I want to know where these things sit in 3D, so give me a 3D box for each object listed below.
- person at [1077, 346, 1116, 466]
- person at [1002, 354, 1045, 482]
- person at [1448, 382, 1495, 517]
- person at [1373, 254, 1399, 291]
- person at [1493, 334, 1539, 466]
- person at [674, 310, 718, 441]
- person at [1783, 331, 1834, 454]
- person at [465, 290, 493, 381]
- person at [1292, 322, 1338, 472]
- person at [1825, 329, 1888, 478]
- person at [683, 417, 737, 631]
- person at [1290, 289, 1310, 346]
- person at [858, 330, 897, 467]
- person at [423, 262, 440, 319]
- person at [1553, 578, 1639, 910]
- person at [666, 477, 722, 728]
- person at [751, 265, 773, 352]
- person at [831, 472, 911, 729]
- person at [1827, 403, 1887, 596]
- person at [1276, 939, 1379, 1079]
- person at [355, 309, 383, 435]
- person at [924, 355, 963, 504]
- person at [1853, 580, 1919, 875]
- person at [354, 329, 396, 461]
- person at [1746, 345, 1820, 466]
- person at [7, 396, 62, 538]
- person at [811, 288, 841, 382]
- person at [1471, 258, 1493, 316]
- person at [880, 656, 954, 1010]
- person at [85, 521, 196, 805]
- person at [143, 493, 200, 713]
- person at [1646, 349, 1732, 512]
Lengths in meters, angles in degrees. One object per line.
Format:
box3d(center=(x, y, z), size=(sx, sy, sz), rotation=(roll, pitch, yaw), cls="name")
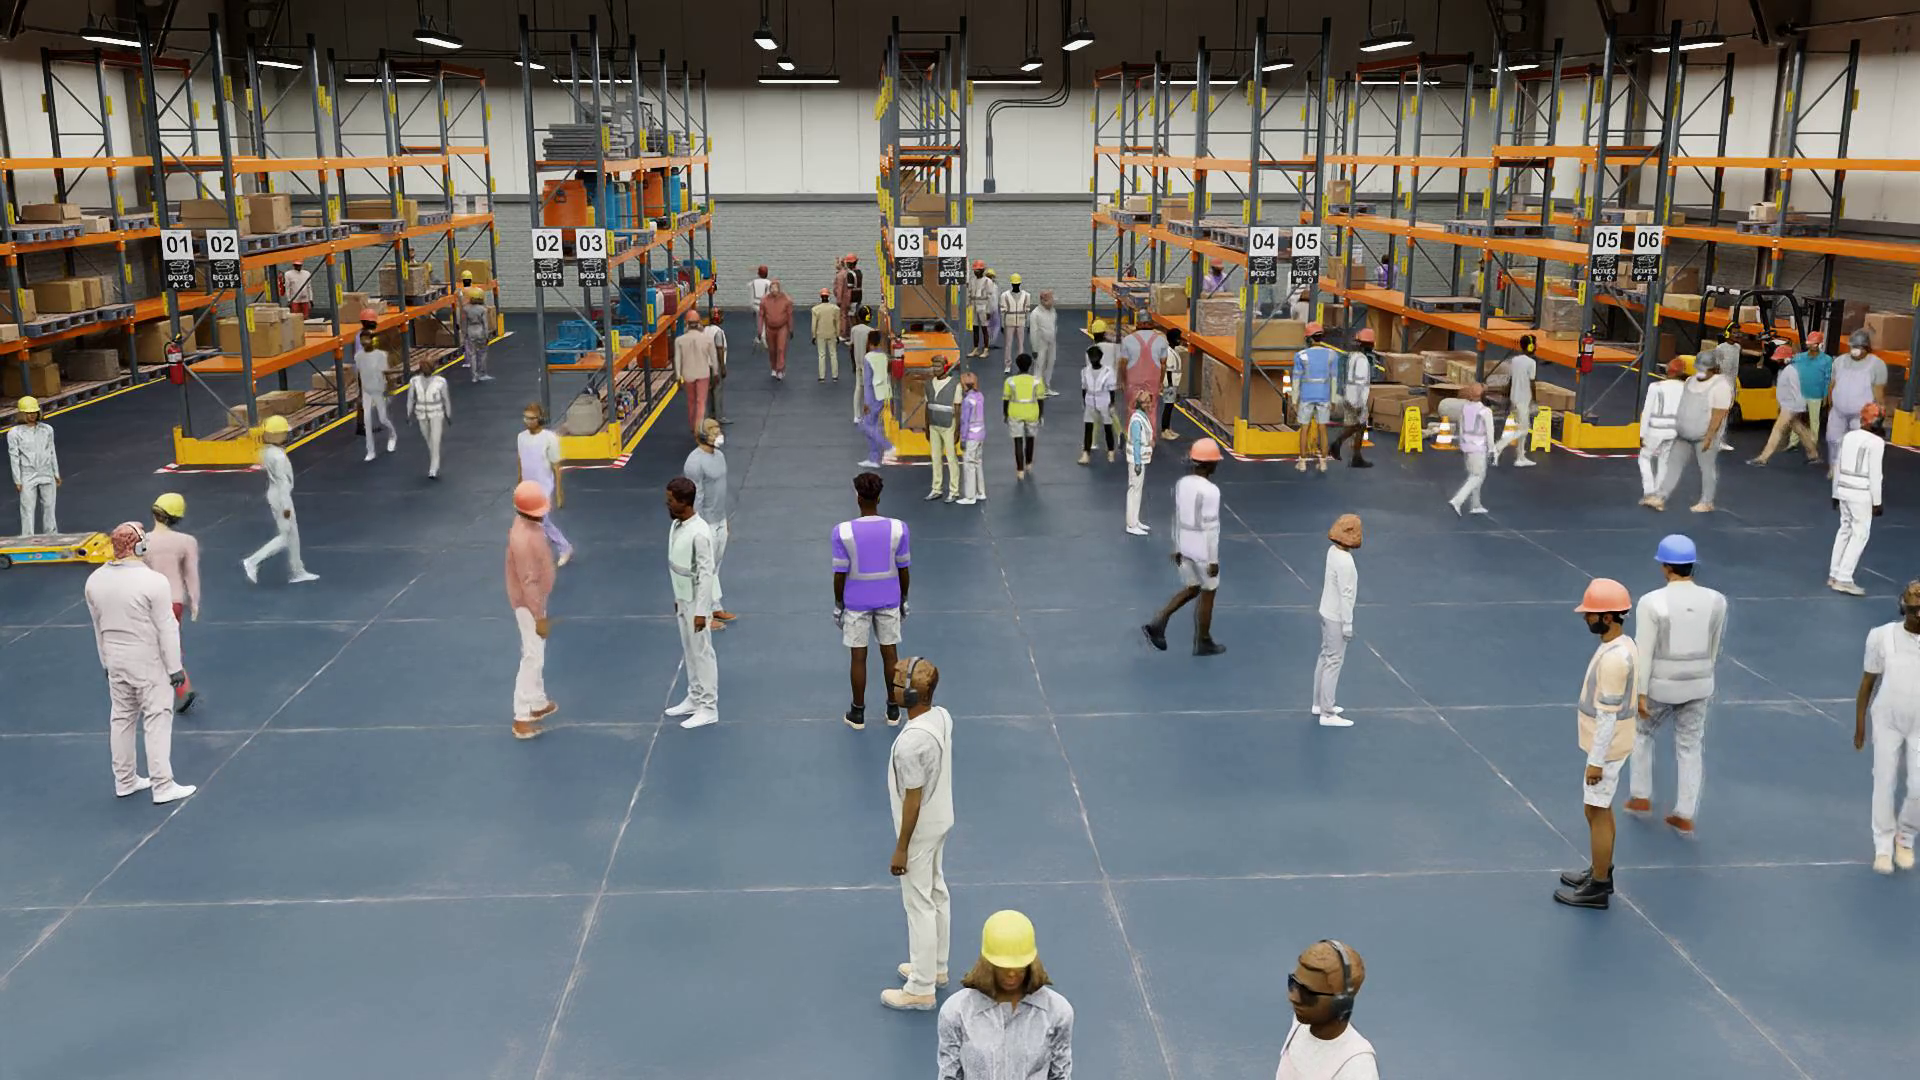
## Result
box3d(center=(1.917, -1.853, 22.964), size=(0.539, 1.655, 0.610), rotation=(7, 15, 27), cls="person")
box3d(center=(0.832, -1.647, 22.055), size=(0.555, 1.646, 0.856), rotation=(-1, 13, -2), cls="person")
box3d(center=(6.080, -1.065, 19.712), size=(0.646, 1.621, 0.532), rotation=(-5, 14, -20), cls="person")
box3d(center=(10.094, -5.869, 39.561), size=(0.626, 1.844, 0.429), rotation=(-3, 14, -11), cls="person")
box3d(center=(7.616, -1.892, 22.711), size=(0.709, 1.849, 0.521), rotation=(-2, 13, -10), cls="person")
box3d(center=(-3.962, -2.464, 24.954), size=(0.607, 1.941, 1.044), rotation=(0, 13, 0), cls="person")
box3d(center=(12.163, -2.112, 23.827), size=(0.327, 1.752, 0.563), rotation=(-12, 18, -41), cls="person")
box3d(center=(-9.068, -3.833, 31.199), size=(0.587, 1.719, 0.519), rotation=(3, 14, 13), cls="person")
box3d(center=(4.767, -1.923, 22.440), size=(0.615, 2.034, 0.410), rotation=(-1, 13, -3), cls="person")
box3d(center=(11.625, -1.742, 21.649), size=(0.539, 2.000, 0.697), rotation=(-13, 18, -43), cls="person")
box3d(center=(-2.272, -0.154, 15.139), size=(0.372, 1.940, 0.632), rotation=(3, 14, 13), cls="person")
box3d(center=(6.713, -4.099, 32.544), size=(0.519, 1.605, 0.675), rotation=(2, 13, 7), cls="person")
box3d(center=(-1.129, -1.921, 22.736), size=(0.515, 1.882, 0.613), rotation=(5, 14, 21), cls="person")
box3d(center=(-12.228, -5.541, 38.374), size=(0.536, 1.747, 0.659), rotation=(-1, 13, -6), cls="person")
box3d(center=(3.678, 1.166, 9.587), size=(0.386, 1.924, 0.548), rotation=(6, 14, 23), cls="person")
box3d(center=(-2.016, 0.460, 12.586), size=(0.398, 1.917, 0.590), rotation=(-6, 15, -26), cls="person")
box3d(center=(-4.224, -4.938, 35.568), size=(0.577, 1.869, 0.579), rotation=(6, 15, 24), cls="person")
box3d(center=(-0.668, 0.453, 12.505), size=(0.606, 1.966, 0.367), rotation=(-3, 14, -14), cls="person")
box3d(center=(8.788, -0.403, 16.355), size=(0.541, 1.868, 0.796), rotation=(-1, 13, -4), cls="person")
box3d(center=(1.169, 2.171, 5.490), size=(0.341, 1.846, 0.511), rotation=(-3, 14, -13), cls="person")
box3d(center=(-9.028, -2.577, 25.456), size=(0.439, 1.917, 0.547), rotation=(0, 13, -2), cls="person")
box3d(center=(-0.209, -1.380, 20.560), size=(0.559, 1.837, 0.393), rotation=(9, 16, 35), cls="person")
box3d(center=(5.644, 1.128, 9.931), size=(0.549, 1.831, 0.406), rotation=(7, 15, 29), cls="person")
box3d(center=(-8.258, -2.084, 23.532), size=(0.517, 1.847, 0.795), rotation=(1, 13, 4), cls="person")
box3d(center=(11.404, -1.833, 22.817), size=(0.968, 1.684, 0.602), rotation=(3, 14, 14), cls="person")
box3d(center=(-9.838, -0.670, 17.739), size=(0.309, 1.740, 0.494), rotation=(8, 16, 31), cls="person")
box3d(center=(-2.518, -3.838, 31.167), size=(0.564, 1.739, 0.352), rotation=(-4, 14, -17), cls="person")
box3d(center=(11.990, -5.562, 38.228), size=(0.552, 1.849, 0.430), rotation=(-2, 13, -8), cls="person")
box3d(center=(-0.214, 1.476, 8.436), size=(0.345, 1.846, 0.508), rotation=(4, 14, 17), cls="person")
box3d(center=(-5.477, 0.814, 11.144), size=(0.638, 1.900, 0.396), rotation=(5, 14, 19), cls="person")
box3d(center=(-6.196, 0.479, 12.956), size=(0.772, 1.700, 0.529), rotation=(12, 18, 42), cls="person")
box3d(center=(8.706, -1.298, 19.765), size=(0.967, 2.000, 0.697), rotation=(-6, 15, -25), cls="person")
